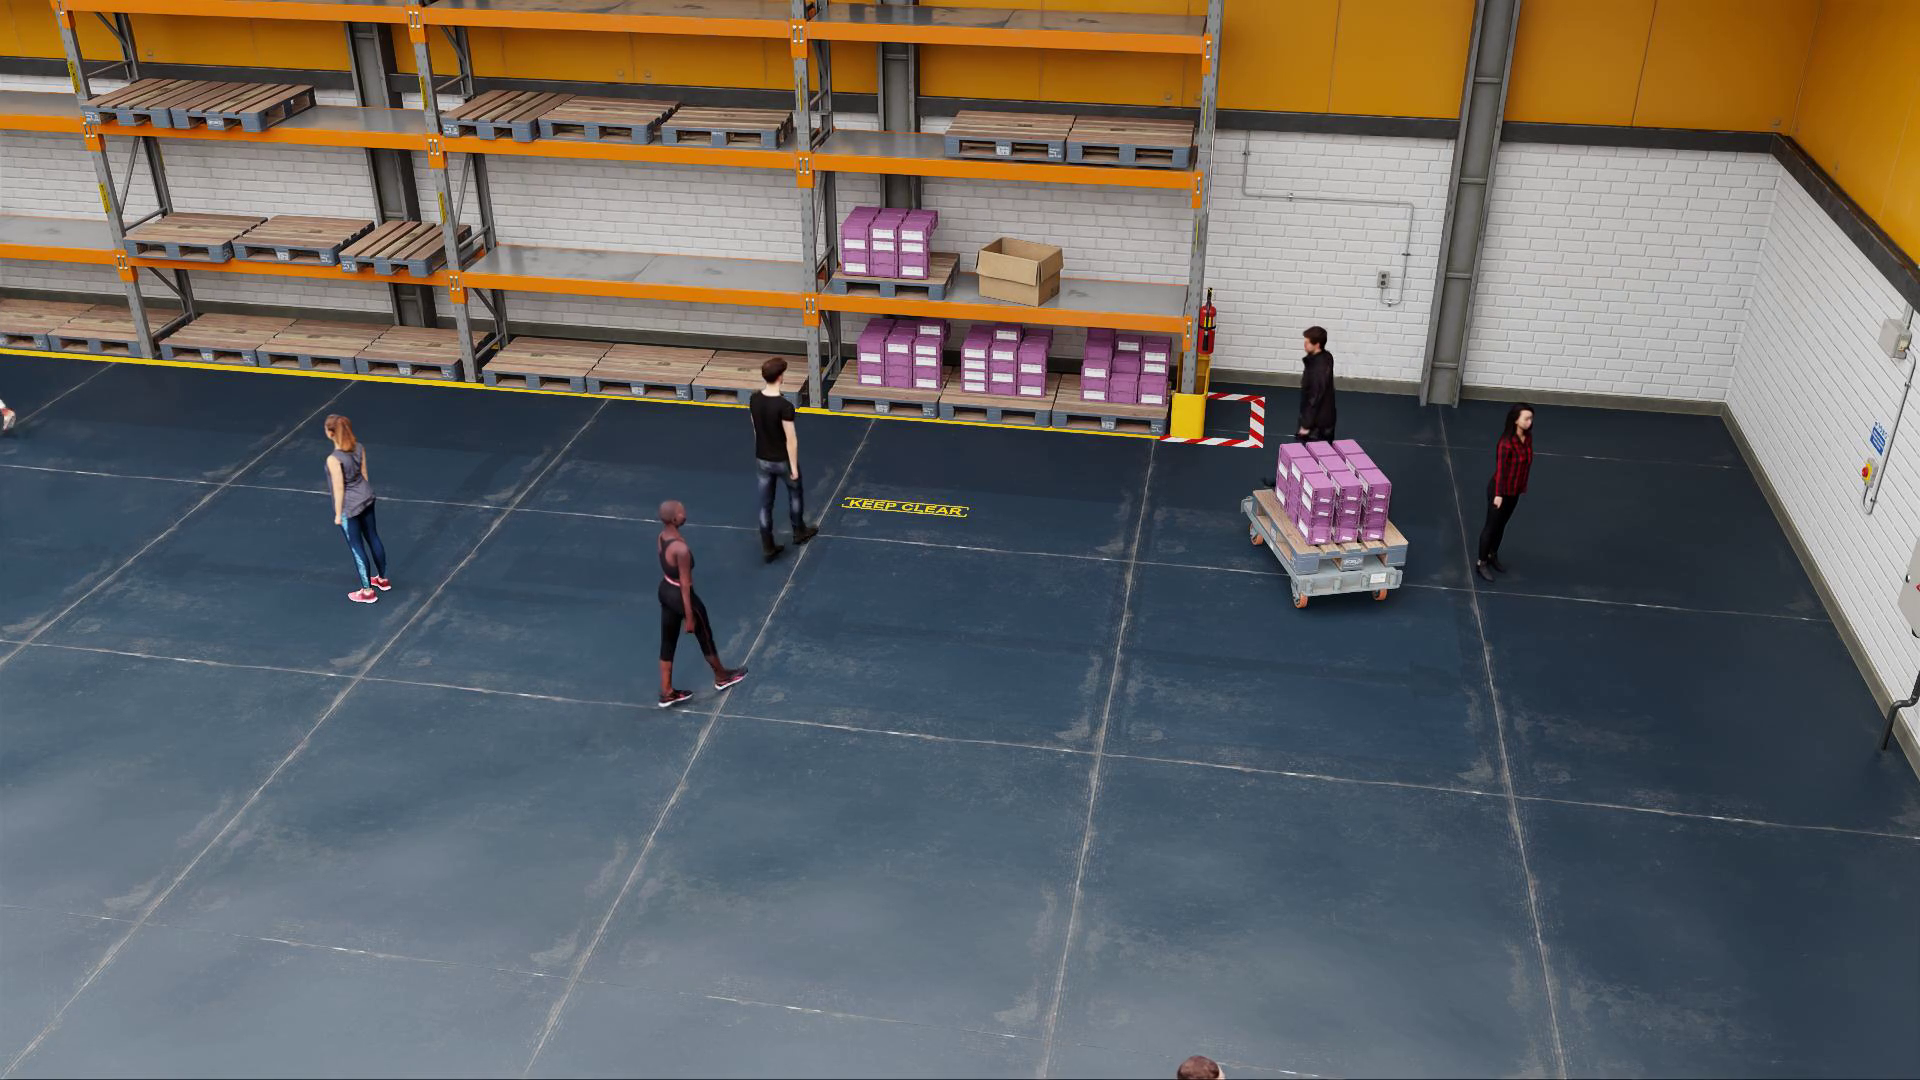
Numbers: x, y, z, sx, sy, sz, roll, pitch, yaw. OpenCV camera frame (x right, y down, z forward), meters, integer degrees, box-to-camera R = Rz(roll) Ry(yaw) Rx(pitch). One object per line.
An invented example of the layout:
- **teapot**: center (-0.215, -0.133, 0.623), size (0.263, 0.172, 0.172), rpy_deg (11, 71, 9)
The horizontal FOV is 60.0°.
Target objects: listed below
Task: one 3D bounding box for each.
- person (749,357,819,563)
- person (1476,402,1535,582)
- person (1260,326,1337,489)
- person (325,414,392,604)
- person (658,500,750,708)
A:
- **person**: center (-1.691, -0.672, 14.751), size (0.968, 1.874, 0.933), rpy_deg (14, 31, 23)
- **person**: center (4.763, -0.449, 14.568), size (0.660, 1.657, 0.697), rpy_deg (-23, 36, -36)
- **person**: center (3.470, -1.154, 15.715), size (0.996, 1.796, 0.808), rpy_deg (5, 29, 8)
- **person**: center (-5.166, -0.282, 14.194), size (0.583, 1.722, 0.602), rpy_deg (10, 30, 18)
- **person**: center (-2.233, 0.516, 12.712), size (1.045, 1.740, 1.011), rpy_deg (-21, 35, -33)
